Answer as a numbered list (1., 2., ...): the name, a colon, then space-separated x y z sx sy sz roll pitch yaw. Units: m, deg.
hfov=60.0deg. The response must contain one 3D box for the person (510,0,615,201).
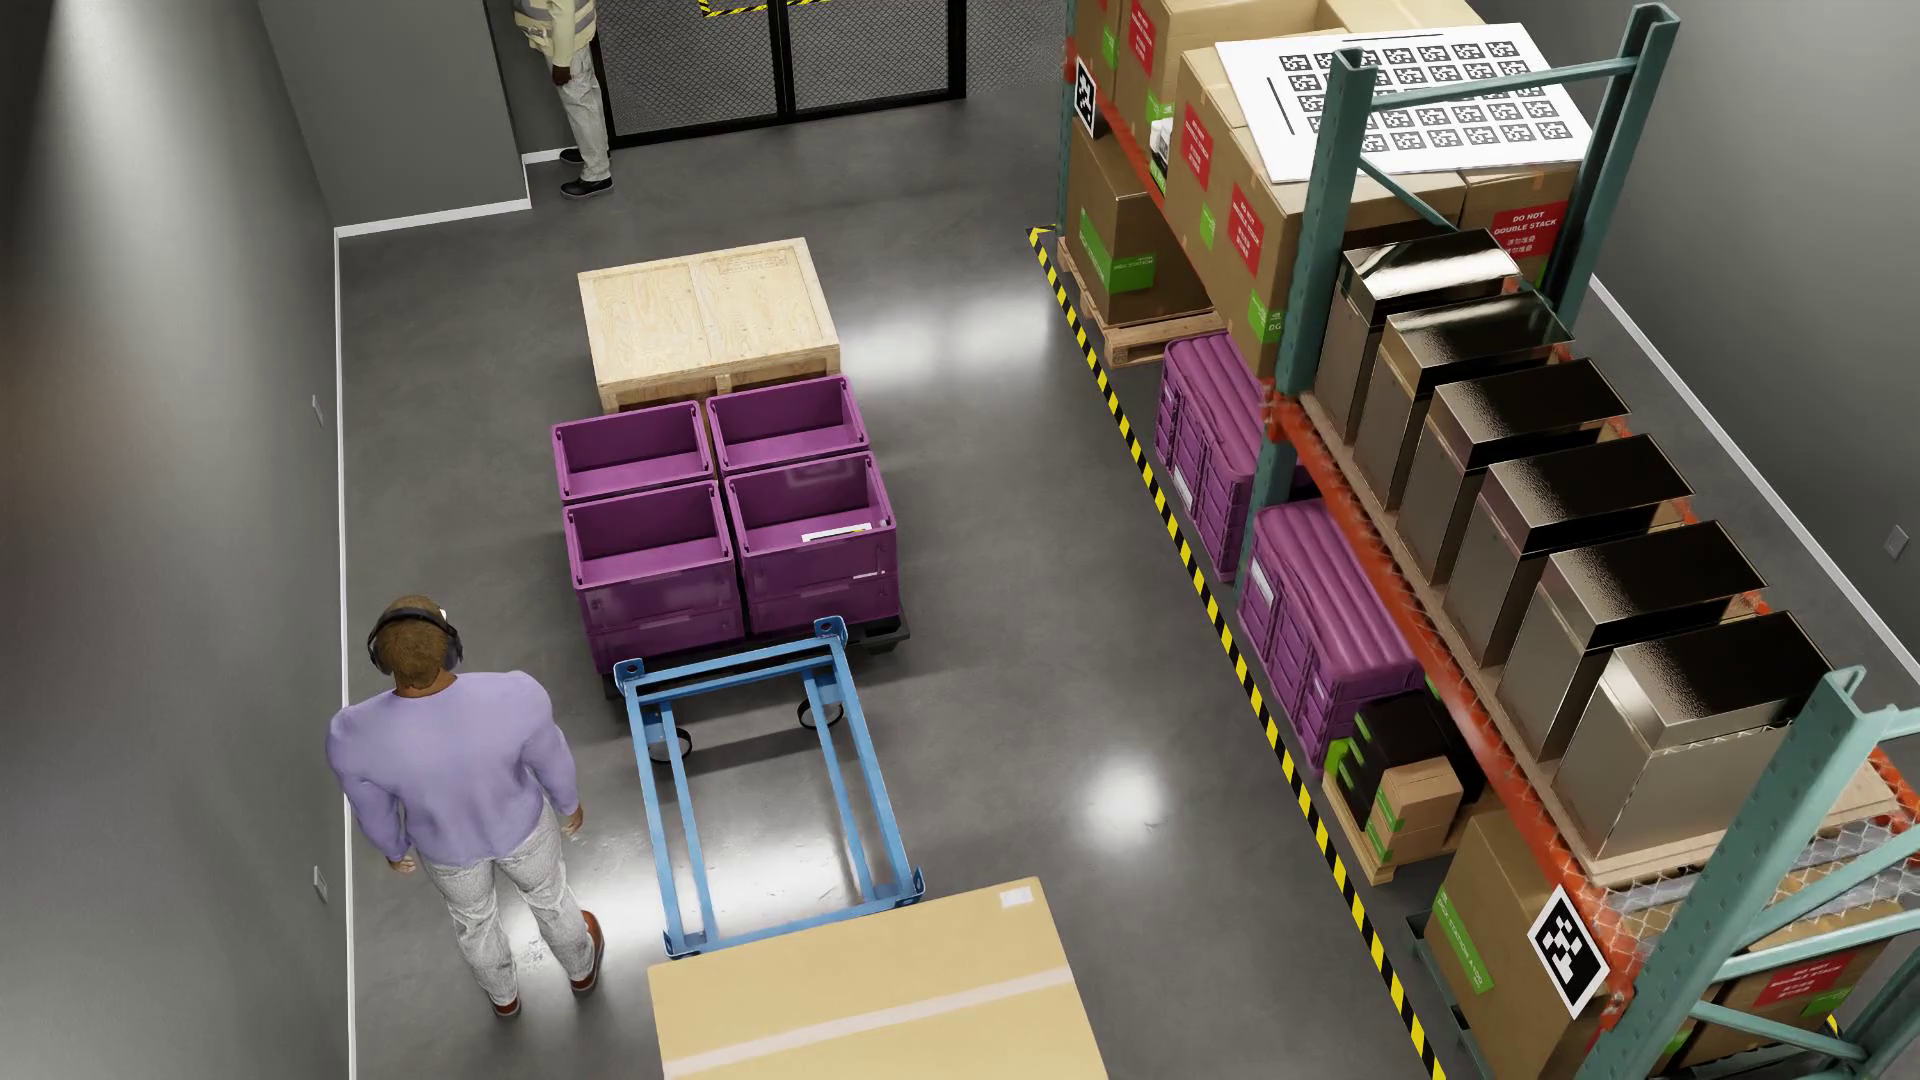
1. person: -2.007 -2.562 8.310 0.404 1.830 0.600 -6 48 -5

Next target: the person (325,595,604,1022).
1. person: -1.468 0.865 5.092 0.635 1.937 0.352 -13 49 -12
